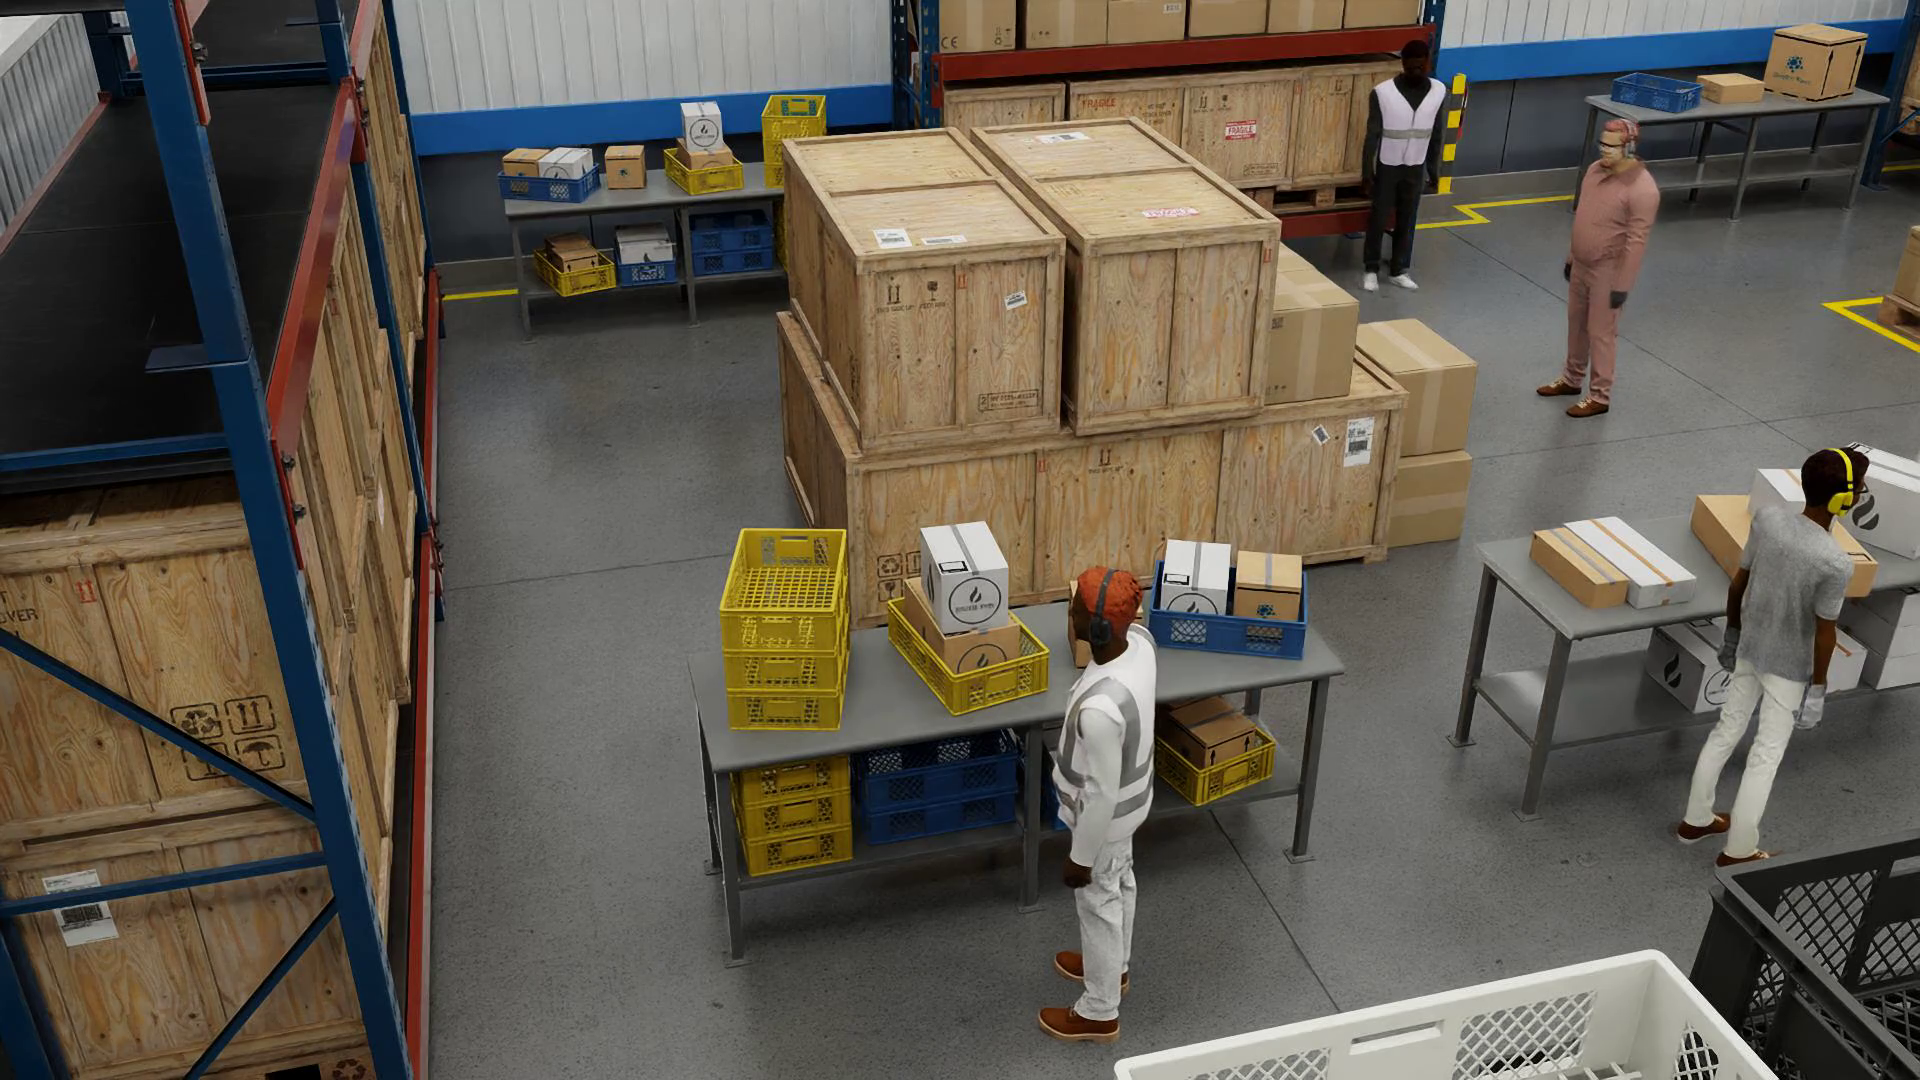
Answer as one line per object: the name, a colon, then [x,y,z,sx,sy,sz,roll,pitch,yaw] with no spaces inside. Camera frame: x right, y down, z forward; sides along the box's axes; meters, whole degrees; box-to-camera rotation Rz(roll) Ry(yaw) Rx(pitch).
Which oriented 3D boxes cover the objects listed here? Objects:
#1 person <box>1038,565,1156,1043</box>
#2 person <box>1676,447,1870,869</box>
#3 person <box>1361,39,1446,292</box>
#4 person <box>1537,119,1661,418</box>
person: [0.483,0.924,5.754,0.350,1.881,0.583,8,30,14]
person: [3.216,0.484,6.566,0.311,1.869,0.530,-9,30,-16]
person: [3.298,-2.812,12.515,0.607,1.907,0.396,-6,29,-10]
person: [4.048,-1.722,10.545,0.397,1.900,0.655,-6,29,-11]
